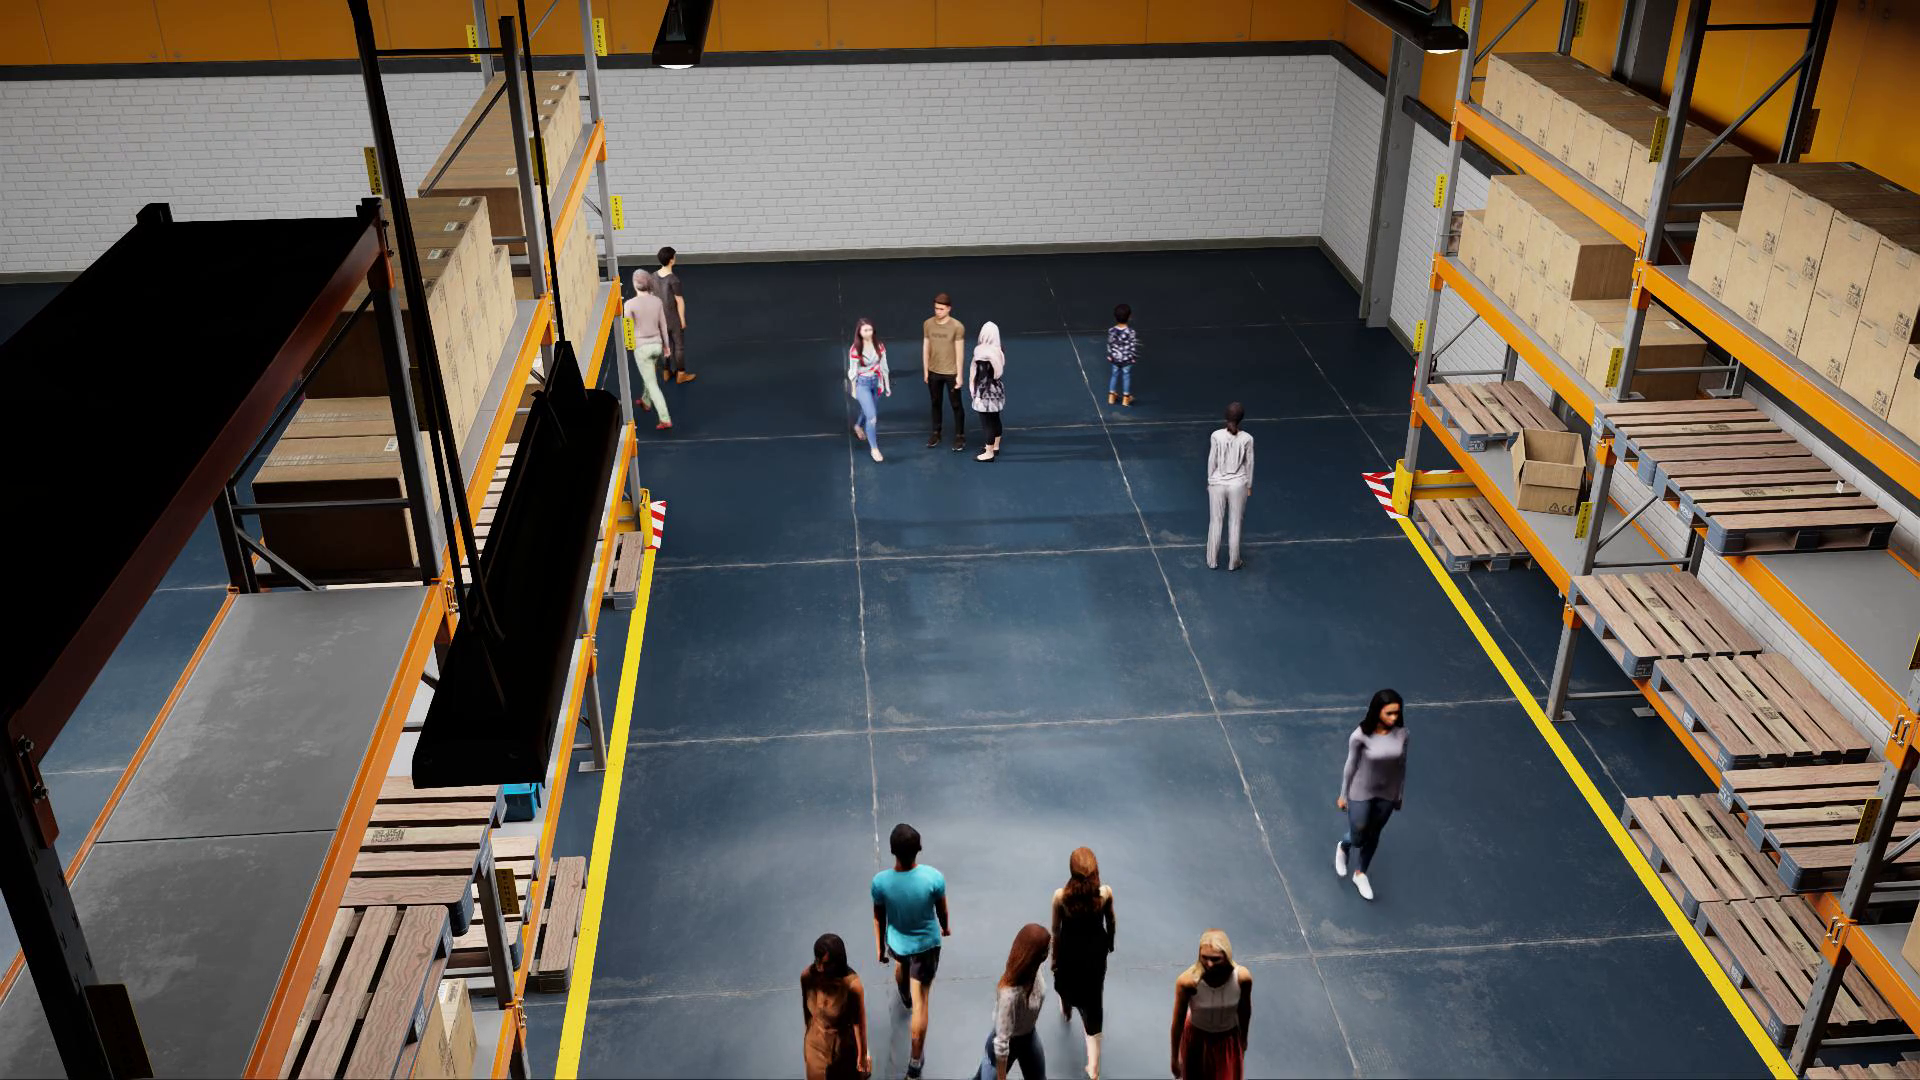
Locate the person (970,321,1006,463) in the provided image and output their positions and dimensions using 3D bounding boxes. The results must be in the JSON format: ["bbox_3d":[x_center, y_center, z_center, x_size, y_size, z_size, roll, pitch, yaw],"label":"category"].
[{"bbox_3d":[0.324,-1.652,18.423,0.800,1.638,0.710,12,31,21],"label":"person"}]

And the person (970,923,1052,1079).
[{"bbox_3d":[0.250,2.975,9.895,1.148,1.681,1.109,21,35,33],"label":"person"}]

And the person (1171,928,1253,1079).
[{"bbox_3d":[1.463,2.934,9.903,0.705,1.746,1.275,-2,29,-3],"label":"person"}]

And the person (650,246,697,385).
[{"bbox_3d":[-3.555,-2.758,20.370,0.704,1.717,0.737,17,33,28],"label":"person"}]

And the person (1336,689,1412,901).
[{"bbox_3d":[2.944,1.781,12.039,0.657,1.725,0.695,-5,29,-9],"label":"person"}]

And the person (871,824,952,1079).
[{"bbox_3d":[-0.292,2.620,10.499,0.732,1.726,1.171,0,29,1],"label":"person"}]

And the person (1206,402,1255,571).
[{"bbox_3d":[2.623,-0.522,16.209,0.662,1.774,0.648,7,29,13],"label":"person"}]

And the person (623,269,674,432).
[{"bbox_3d":[-3.550,-2.137,19.108,1.185,1.833,1.331,-24,37,-37],"label":"person"}]

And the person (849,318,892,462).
[{"bbox_3d":[-1.052,-1.743,18.657,0.882,1.575,1.141,-15,32,-25],"label":"person"}]

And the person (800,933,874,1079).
[{"bbox_3d":[-0.707,2.962,9.940,0.814,1.662,1.082,8,30,15],"label":"person"}]

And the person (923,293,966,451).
[{"bbox_3d":[-0.160,-1.903,18.665,0.733,1.847,0.719,11,30,19],"label":"person"}]

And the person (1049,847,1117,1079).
[{"bbox_3d":[0.786,2.684,10.524,0.585,1.591,1.053,-2,29,-4],"label":"person"}]

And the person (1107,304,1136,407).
[{"bbox_3d":[1.926,-2.223,19.878,0.570,1.248,0.599,11,31,20],"label":"person"}]
